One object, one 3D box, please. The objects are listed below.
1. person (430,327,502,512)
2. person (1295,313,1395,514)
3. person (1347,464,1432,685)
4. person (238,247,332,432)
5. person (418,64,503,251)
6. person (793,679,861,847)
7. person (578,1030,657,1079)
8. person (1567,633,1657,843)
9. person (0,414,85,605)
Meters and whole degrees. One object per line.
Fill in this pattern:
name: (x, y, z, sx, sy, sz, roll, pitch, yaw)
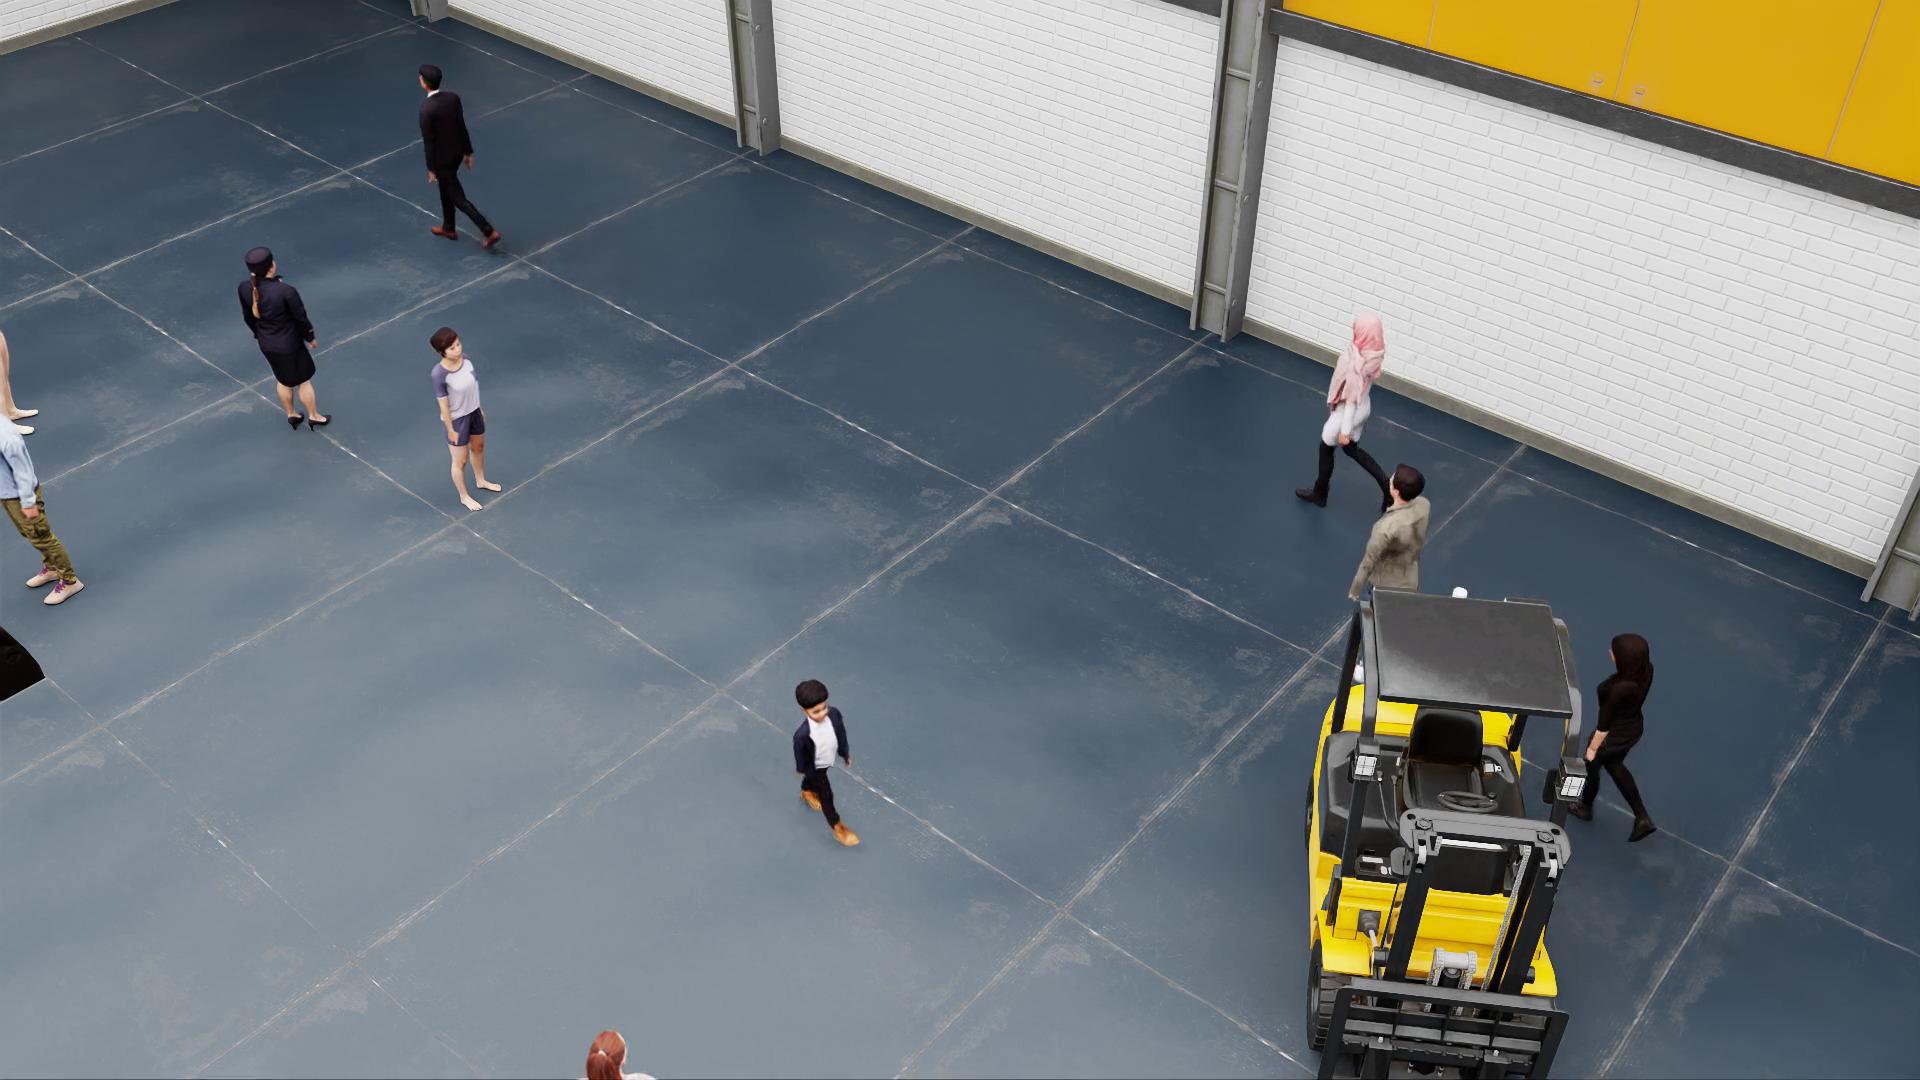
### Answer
person: (-3.873, -0.976, 12.939, 0.606, 1.565, 0.623, 15, 41, 18)
person: (3.063, -0.915, 12.687, 1.086, 1.784, 0.721, 21, 43, 25)
person: (2.937, 0.322, 11.080, 0.754, 1.857, 0.675, -29, 47, -31)
person: (-5.569, -1.631, 13.675, 0.753, 1.671, 0.866, 6, 39, 8)
person: (-4.887, -3.663, 16.072, 1.246, 1.854, 0.922, 15, 41, 18)
person: (-0.910, 1.312, 10.374, 0.854, 1.190, 0.531, 31, 48, 33)
person: (-1.573, 2.918, 7.923, 0.651, 1.740, 0.725, -1, 39, -1)
person: (4.067, 1.228, 10.135, 0.728, 1.620, 0.935, -24, 45, -27)
person: (-6.773, -0.354, 11.962, 0.514, 1.811, 0.748, 31, 48, 33)
